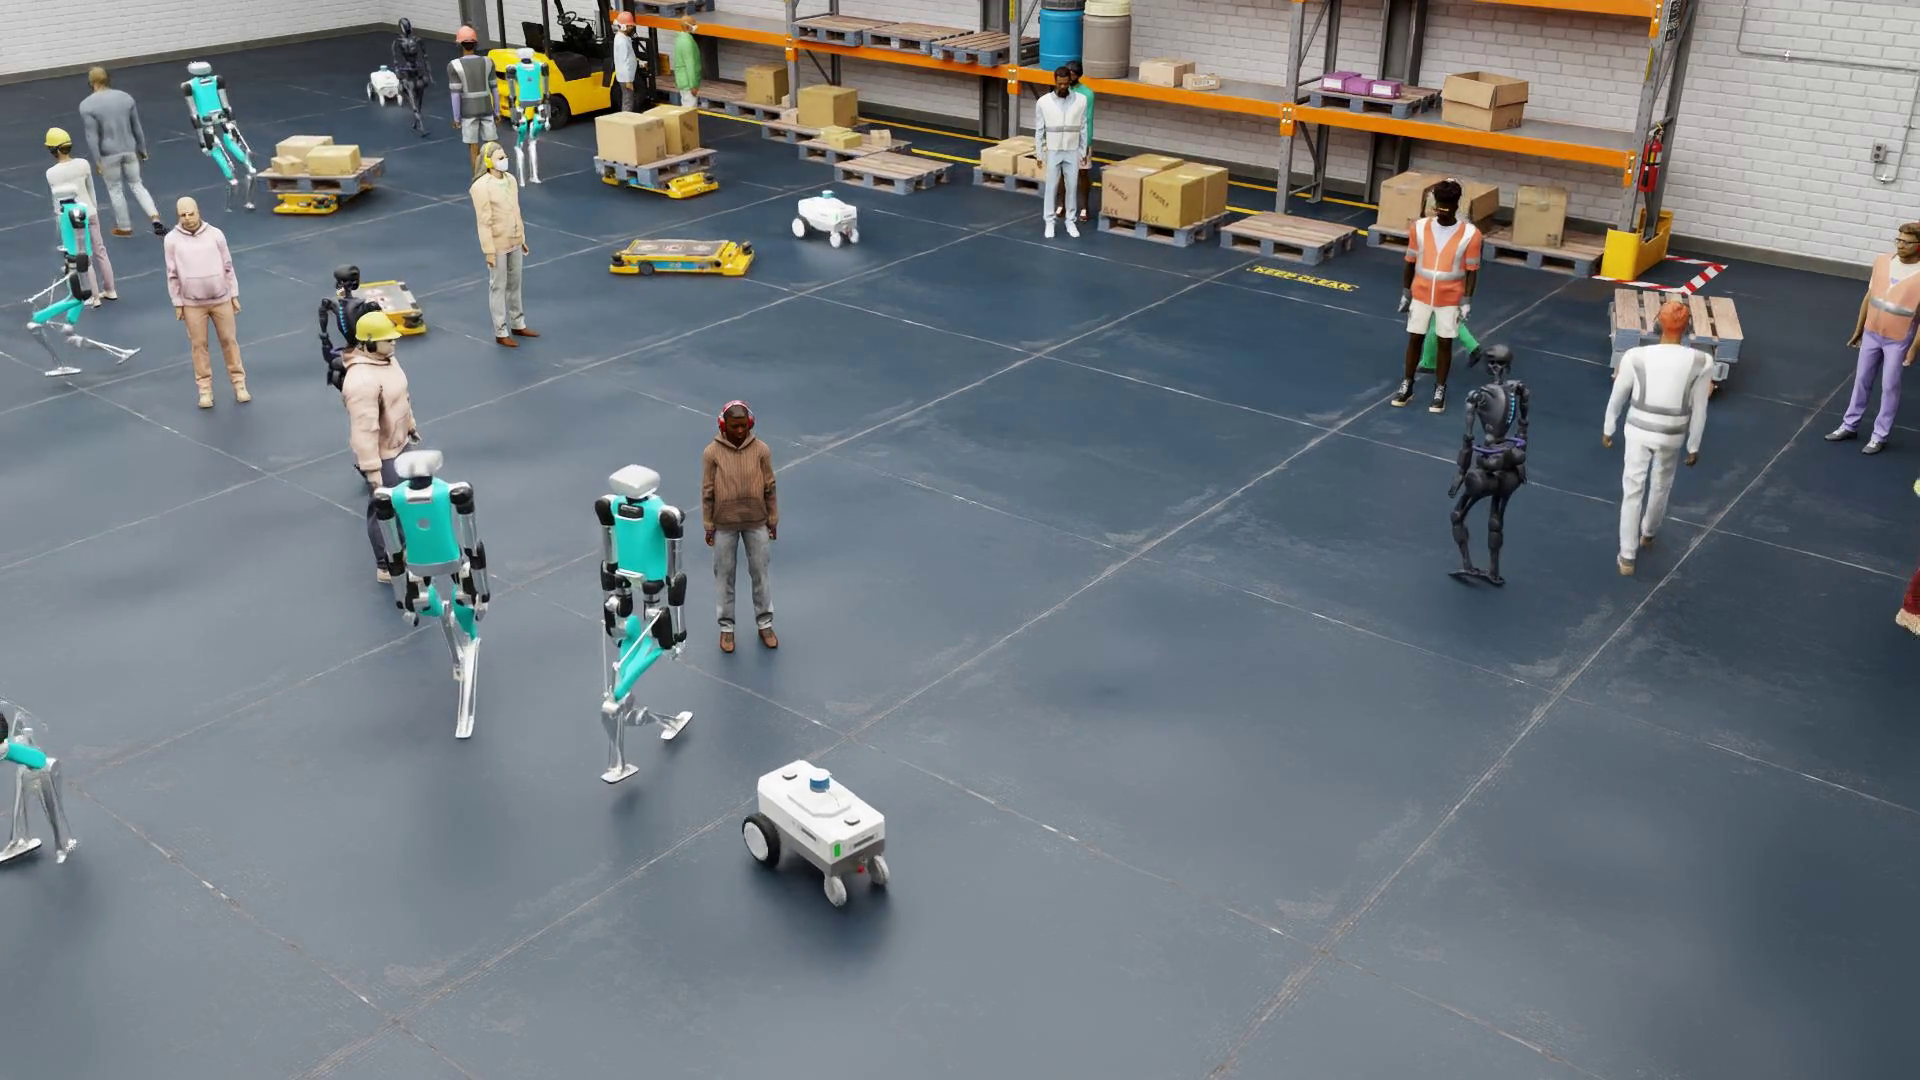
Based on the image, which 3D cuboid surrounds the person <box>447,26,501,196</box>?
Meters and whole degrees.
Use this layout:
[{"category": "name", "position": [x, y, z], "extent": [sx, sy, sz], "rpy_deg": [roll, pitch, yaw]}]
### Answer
[{"category": "person", "position": [-5.942, -5.246, 20.398], "extent": [0.612, 2.041, 0.391], "rpy_deg": [-18, 31, -33]}]

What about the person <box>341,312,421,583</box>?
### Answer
[{"category": "person", "position": [-3.816, -0.616, 11.025], "extent": [0.442, 1.858, 0.795], "rpy_deg": [0, 26, 1]}]

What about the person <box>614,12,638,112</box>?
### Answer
[{"category": "person", "position": [-4.671, -6.541, 23.427], "extent": [0.351, 1.739, 0.572], "rpy_deg": [-6, 26, -11]}]

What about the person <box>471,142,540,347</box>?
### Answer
[{"category": "person", "position": [-4.246, -2.745, 15.410], "extent": [0.409, 1.877, 0.554], "rpy_deg": [11, 28, 22]}]

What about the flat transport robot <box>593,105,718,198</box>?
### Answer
[{"category": "flat transport robot", "position": [-3.807, -4.567, 21.030], "extent": [1.431, 0.231, 0.659], "rpy_deg": [18, 31, 33]}]

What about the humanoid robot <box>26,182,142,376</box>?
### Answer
[{"category": "humanoid robot", "position": [-7.806, -2.198, 14.445], "extent": [1.025, 1.729, 0.546], "rpy_deg": [-17, 31, -31]}]

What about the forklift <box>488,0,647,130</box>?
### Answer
[{"category": "forklift", "position": [-5.874, -7.334, 24.552], "extent": [1.214, 2.155, 2.313], "rpy_deg": [19, 32, 34]}]

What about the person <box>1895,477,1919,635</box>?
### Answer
[{"category": "person", "position": [6.209, -0.254, 10.395], "extent": [0.557, 1.747, 0.405], "rpy_deg": [-21, 33, -36]}]

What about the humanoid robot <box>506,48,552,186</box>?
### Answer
[{"category": "humanoid robot", "position": [-5.427, -5.296, 20.894], "extent": [0.530, 1.789, 0.789], "rpy_deg": [-13, 29, -24]}]

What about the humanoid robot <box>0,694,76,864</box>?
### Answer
[{"category": "humanoid robot", "position": [-4.769, 0.847, 8.143], "extent": [0.560, 1.793, 0.792], "rpy_deg": [7, 27, 14]}]

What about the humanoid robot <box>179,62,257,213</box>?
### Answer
[{"category": "humanoid robot", "position": [-8.644, -4.690, 19.610], "extent": [0.780, 1.778, 0.553], "rpy_deg": [17, 31, 32]}]

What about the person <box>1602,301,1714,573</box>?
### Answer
[{"category": "person", "position": [4.686, -0.743, 11.276], "extent": [0.606, 1.859, 0.786], "rpy_deg": [8, 27, 17]}]

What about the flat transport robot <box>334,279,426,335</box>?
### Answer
[{"category": "flat transport robot", "position": [-5.681, -2.260, 16.251], "extent": [0.659, 0.231, 1.431], "rpy_deg": [-12, 28, -23]}]

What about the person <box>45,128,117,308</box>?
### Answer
[{"category": "person", "position": [-8.723, -3.179, 16.431], "extent": [0.311, 1.768, 0.522], "rpy_deg": [7, 27, 15]}]

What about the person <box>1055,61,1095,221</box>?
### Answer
[{"category": "person", "position": [1.334, -4.671, 19.446], "extent": [0.487, 1.841, 0.389], "rpy_deg": [11, 28, 21]}]

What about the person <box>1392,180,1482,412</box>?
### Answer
[{"category": "person", "position": [3.958, -2.020, 13.814], "extent": [0.607, 1.956, 0.392], "rpy_deg": [13, 29, 26]}]

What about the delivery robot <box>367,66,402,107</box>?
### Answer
[{"category": "delivery robot", "position": [-8.939, -7.085, 25.903], "extent": [0.499, 0.585, 0.784], "rpy_deg": [-12, 28, -24]}]

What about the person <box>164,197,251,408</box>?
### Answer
[{"category": "person", "position": [-6.341, -2.010, 13.990], "extent": [0.535, 1.781, 0.400], "rpy_deg": [-12, 28, -24]}]

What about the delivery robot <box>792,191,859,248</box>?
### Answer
[{"category": "delivery robot", "position": [-1.508, -3.645, 18.795], "extent": [0.499, 0.598, 0.779], "rpy_deg": [-23, 34, -39]}]

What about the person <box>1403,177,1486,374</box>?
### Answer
[{"category": "person", "position": [4.294, -2.279, 14.496], "extent": [0.610, 1.825, 0.566], "rpy_deg": [14, 29, 27]}]

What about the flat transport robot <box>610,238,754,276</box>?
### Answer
[{"category": "flat transport robot", "position": [-2.974, -3.027, 17.840], "extent": [1.431, 0.231, 0.659], "rpy_deg": [2, 26, 4]}]

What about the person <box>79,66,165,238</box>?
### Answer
[{"category": "person", "position": [-9.392, -4.316, 18.622], "extent": [0.650, 1.916, 0.663], "rpy_deg": [16, 30, 30]}]

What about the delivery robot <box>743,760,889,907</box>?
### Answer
[{"category": "delivery robot", "position": [-0.709, 1.412, 8.320], "extent": [0.499, 0.596, 0.775], "rpy_deg": [-21, 33, -36]}]

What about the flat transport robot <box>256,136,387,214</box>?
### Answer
[{"category": "flat transport robot", "position": [-7.781, -4.259, 20.390], "extent": [0.659, 0.231, 1.431], "rpy_deg": [2, 26, 4]}]

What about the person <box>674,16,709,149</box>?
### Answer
[{"category": "person", "position": [-3.710, -6.263, 22.801], "extent": [0.386, 1.783, 0.538], "rpy_deg": [-9, 27, -18]}]

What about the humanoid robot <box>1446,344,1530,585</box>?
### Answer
[{"category": "humanoid robot", "position": [3.522, -0.490, 10.968], "extent": [0.609, 1.635, 0.379], "rpy_deg": [-13, 29, -25]}]

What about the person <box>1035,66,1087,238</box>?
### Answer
[{"category": "person", "position": [1.137, -4.373, 18.750], "extent": [0.595, 1.908, 0.408], "rpy_deg": [-4, 26, -9]}]

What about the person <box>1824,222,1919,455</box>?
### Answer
[{"category": "person", "position": [7.293, -1.589, 13.047], "extent": [0.391, 1.846, 0.563], "rpy_deg": [-13, 29, -26]}]

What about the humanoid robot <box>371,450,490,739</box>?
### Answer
[{"category": "humanoid robot", "position": [-2.922, 0.182, 9.512], "extent": [0.541, 1.764, 0.964], "rpy_deg": [-3, 26, -7]}]

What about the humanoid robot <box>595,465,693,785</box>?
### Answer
[{"category": "humanoid robot", "position": [-1.795, 0.524, 8.843], "extent": [0.545, 1.750, 1.036], "rpy_deg": [12, 28, 24]}]

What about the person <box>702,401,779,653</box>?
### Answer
[{"category": "person", "position": [-1.339, -0.095, 10.184], "extent": [0.462, 1.648, 0.327], "rpy_deg": [-6, 26, -12]}]

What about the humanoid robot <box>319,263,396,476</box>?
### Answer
[{"category": "humanoid robot", "position": [-4.604, -1.296, 12.665], "extent": [0.611, 1.635, 0.704], "rpy_deg": [3, 26, 7]}]

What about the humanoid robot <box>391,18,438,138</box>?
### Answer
[{"category": "humanoid robot", "position": [-7.701, -6.542, 23.545], "extent": [0.782, 1.626, 0.592], "rpy_deg": [20, 32, 36]}]
